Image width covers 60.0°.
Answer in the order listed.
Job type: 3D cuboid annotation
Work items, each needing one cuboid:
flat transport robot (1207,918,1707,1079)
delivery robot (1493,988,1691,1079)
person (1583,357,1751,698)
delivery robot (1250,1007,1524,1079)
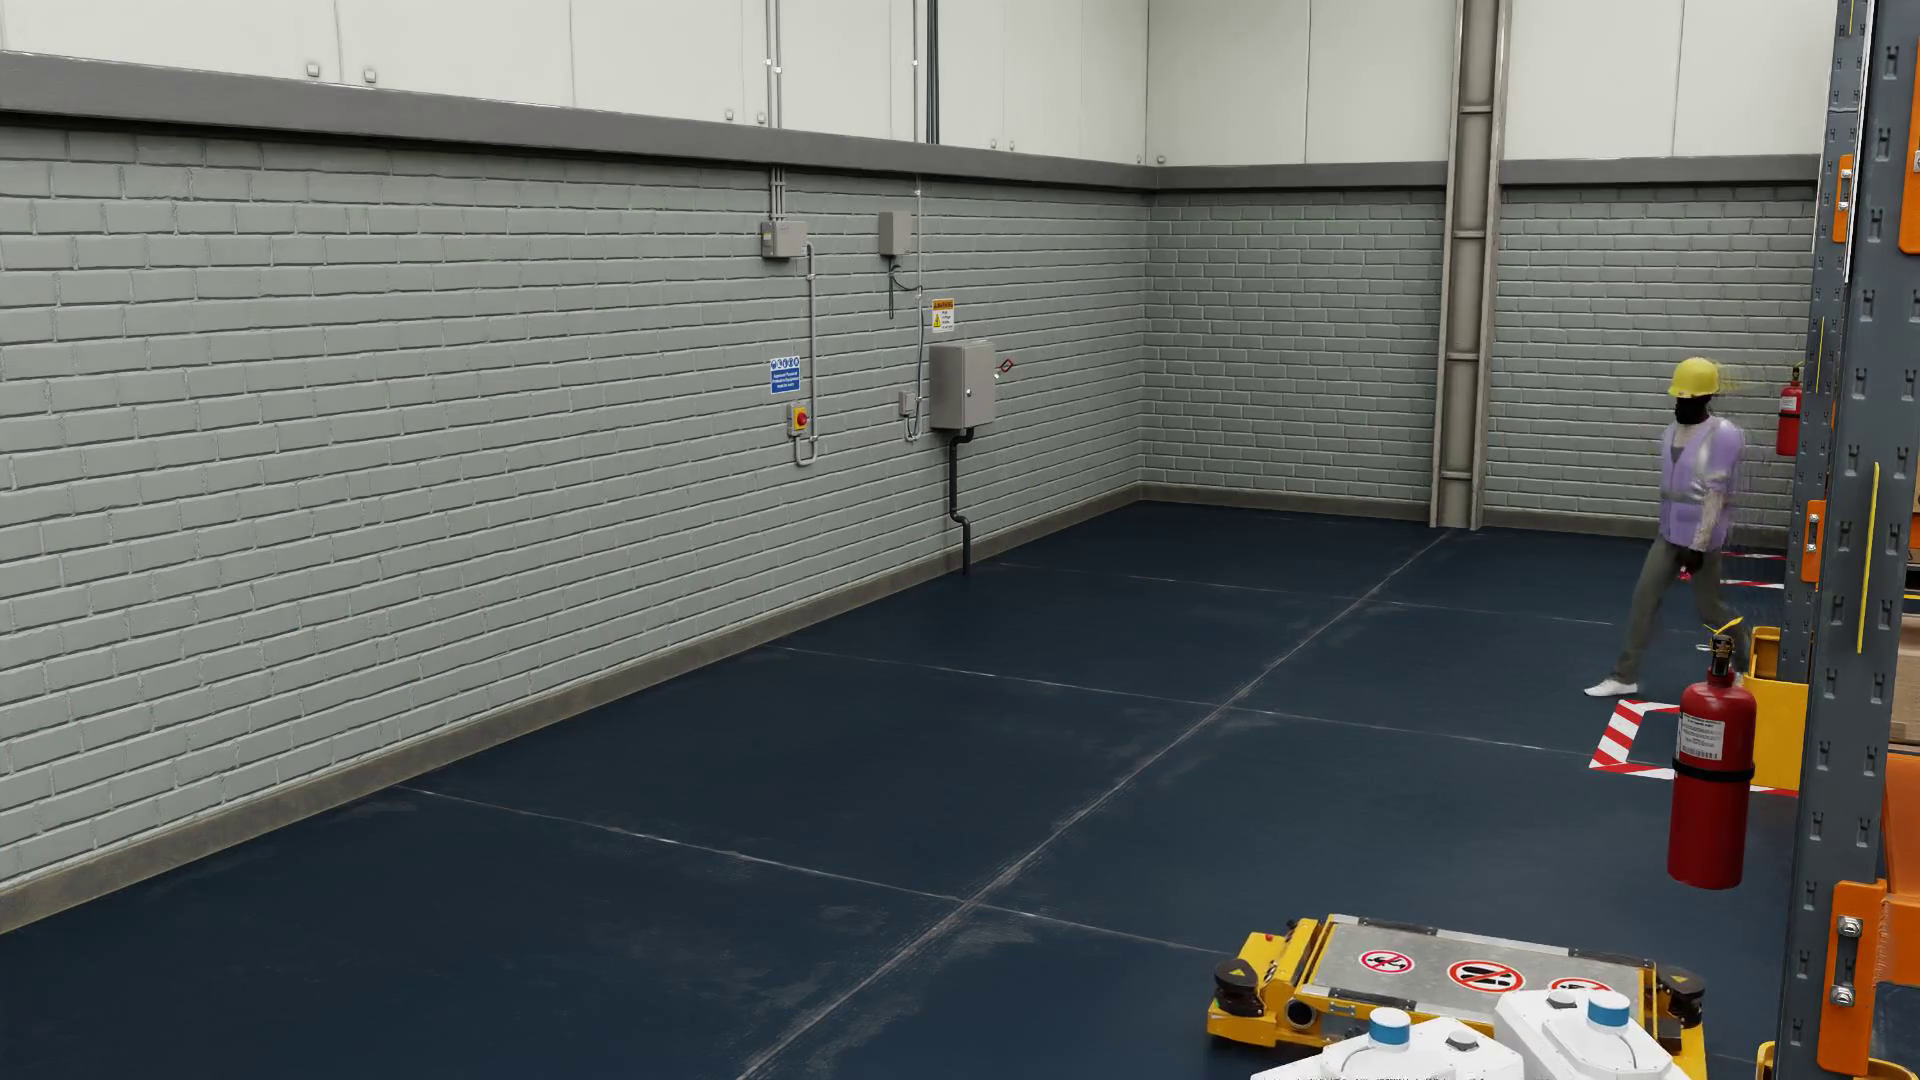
[{"bbox_3d":[1.553,1.443,5.203,1.431,0.197,0.652,4,11,22],"label":"flat transport robot"},{"bbox_3d":[1.671,1.416,4.320,0.477,0.478,0.707,-1,10,-5],"label":"delivery robot"},{"bbox_3d":[3.950,-0.049,8.941,0.945,1.882,0.583,-3,11,-15],"label":"person"},{"bbox_3d":[1.081,1.433,4.226,0.707,0.478,0.477,-6,12,-29],"label":"delivery robot"}]
